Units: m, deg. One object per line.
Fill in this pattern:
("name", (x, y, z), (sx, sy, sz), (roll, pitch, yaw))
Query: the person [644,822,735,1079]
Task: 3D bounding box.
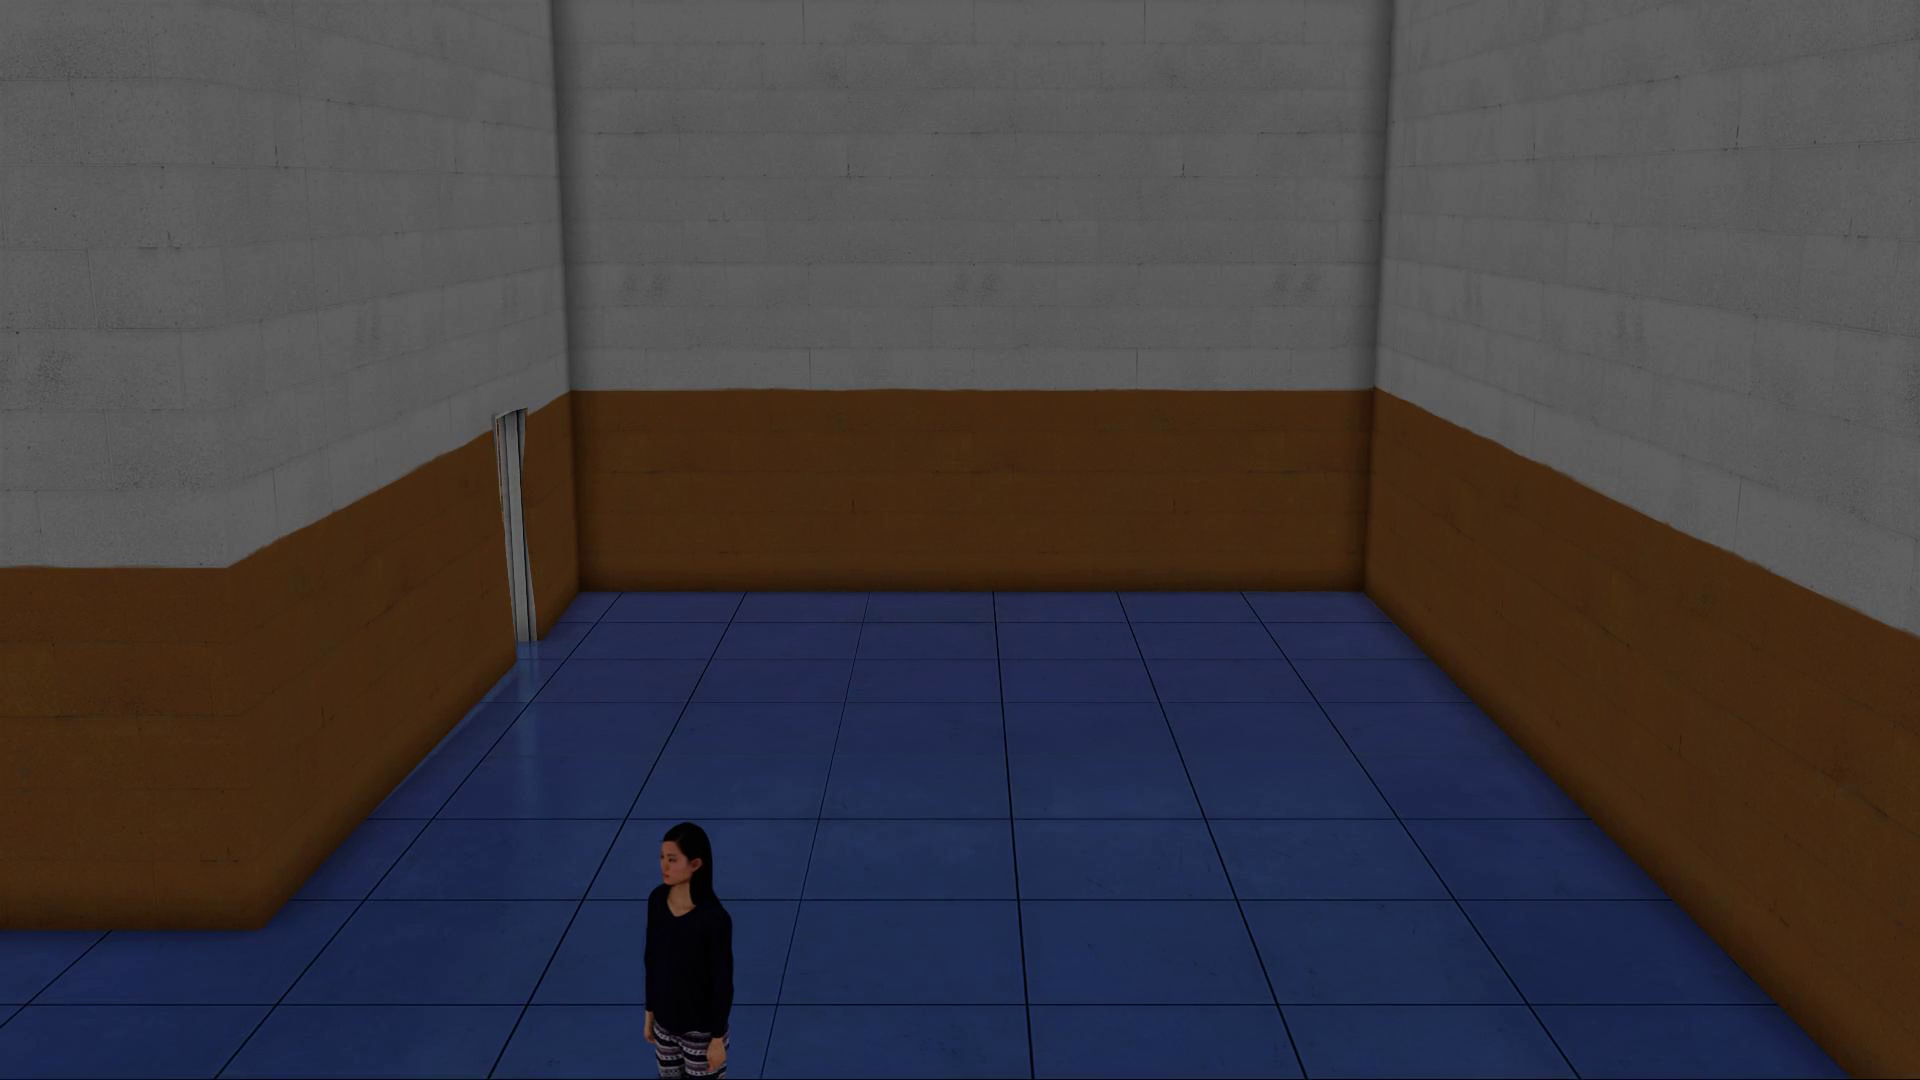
("person", (-1.120, 1.990, 6.934), (0.648, 1.733, 0.740), (9, 15, 37))
